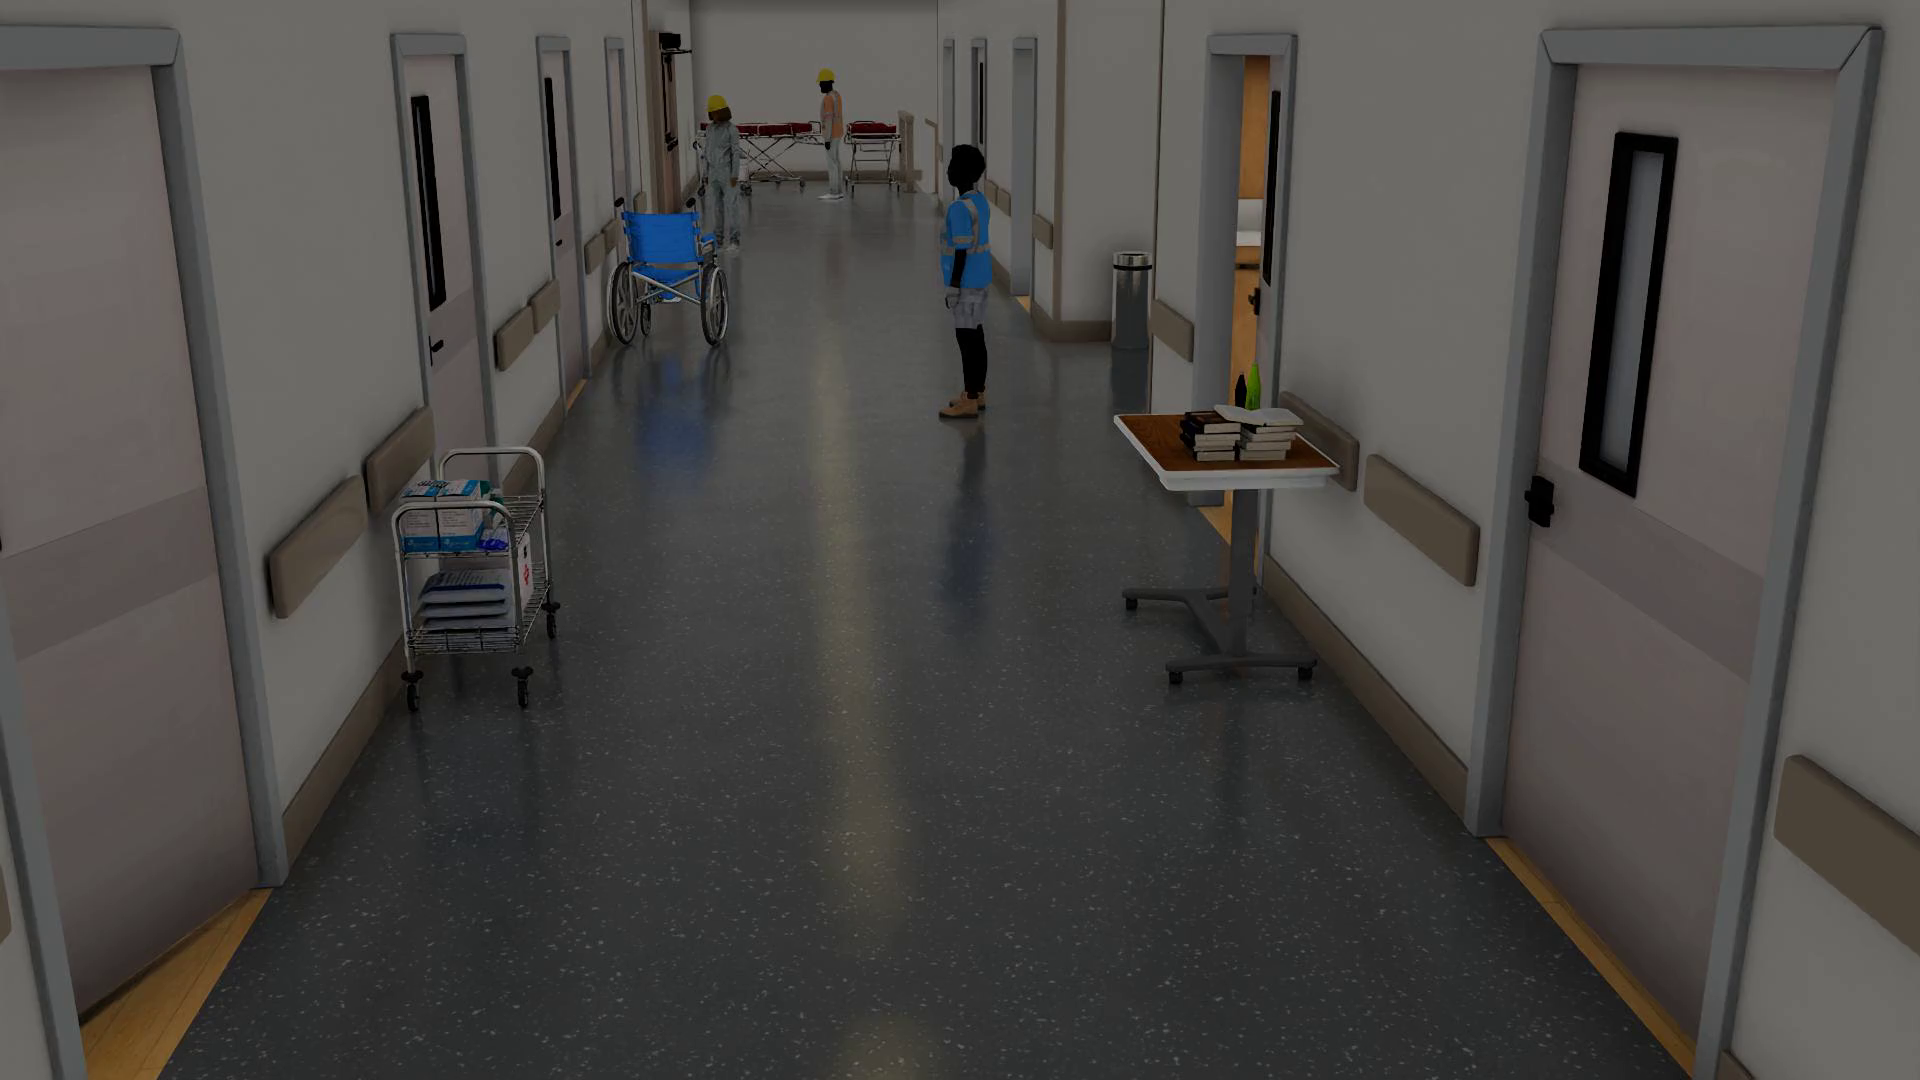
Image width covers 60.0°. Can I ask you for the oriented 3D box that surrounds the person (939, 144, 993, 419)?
[{"bbox_3d":[0.035,-1.612,10.422,0.318,1.700,0.535,4,17,13],"label":"person"}]

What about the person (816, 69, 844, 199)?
[{"bbox_3d":[-1.962,-6.108,25.078,0.393,1.918,0.585,2,17,8],"label":"person"}]

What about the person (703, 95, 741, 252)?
[{"bbox_3d":[-2.699,-4.123,18.753,0.484,1.736,0.305,11,20,32],"label":"person"}]
